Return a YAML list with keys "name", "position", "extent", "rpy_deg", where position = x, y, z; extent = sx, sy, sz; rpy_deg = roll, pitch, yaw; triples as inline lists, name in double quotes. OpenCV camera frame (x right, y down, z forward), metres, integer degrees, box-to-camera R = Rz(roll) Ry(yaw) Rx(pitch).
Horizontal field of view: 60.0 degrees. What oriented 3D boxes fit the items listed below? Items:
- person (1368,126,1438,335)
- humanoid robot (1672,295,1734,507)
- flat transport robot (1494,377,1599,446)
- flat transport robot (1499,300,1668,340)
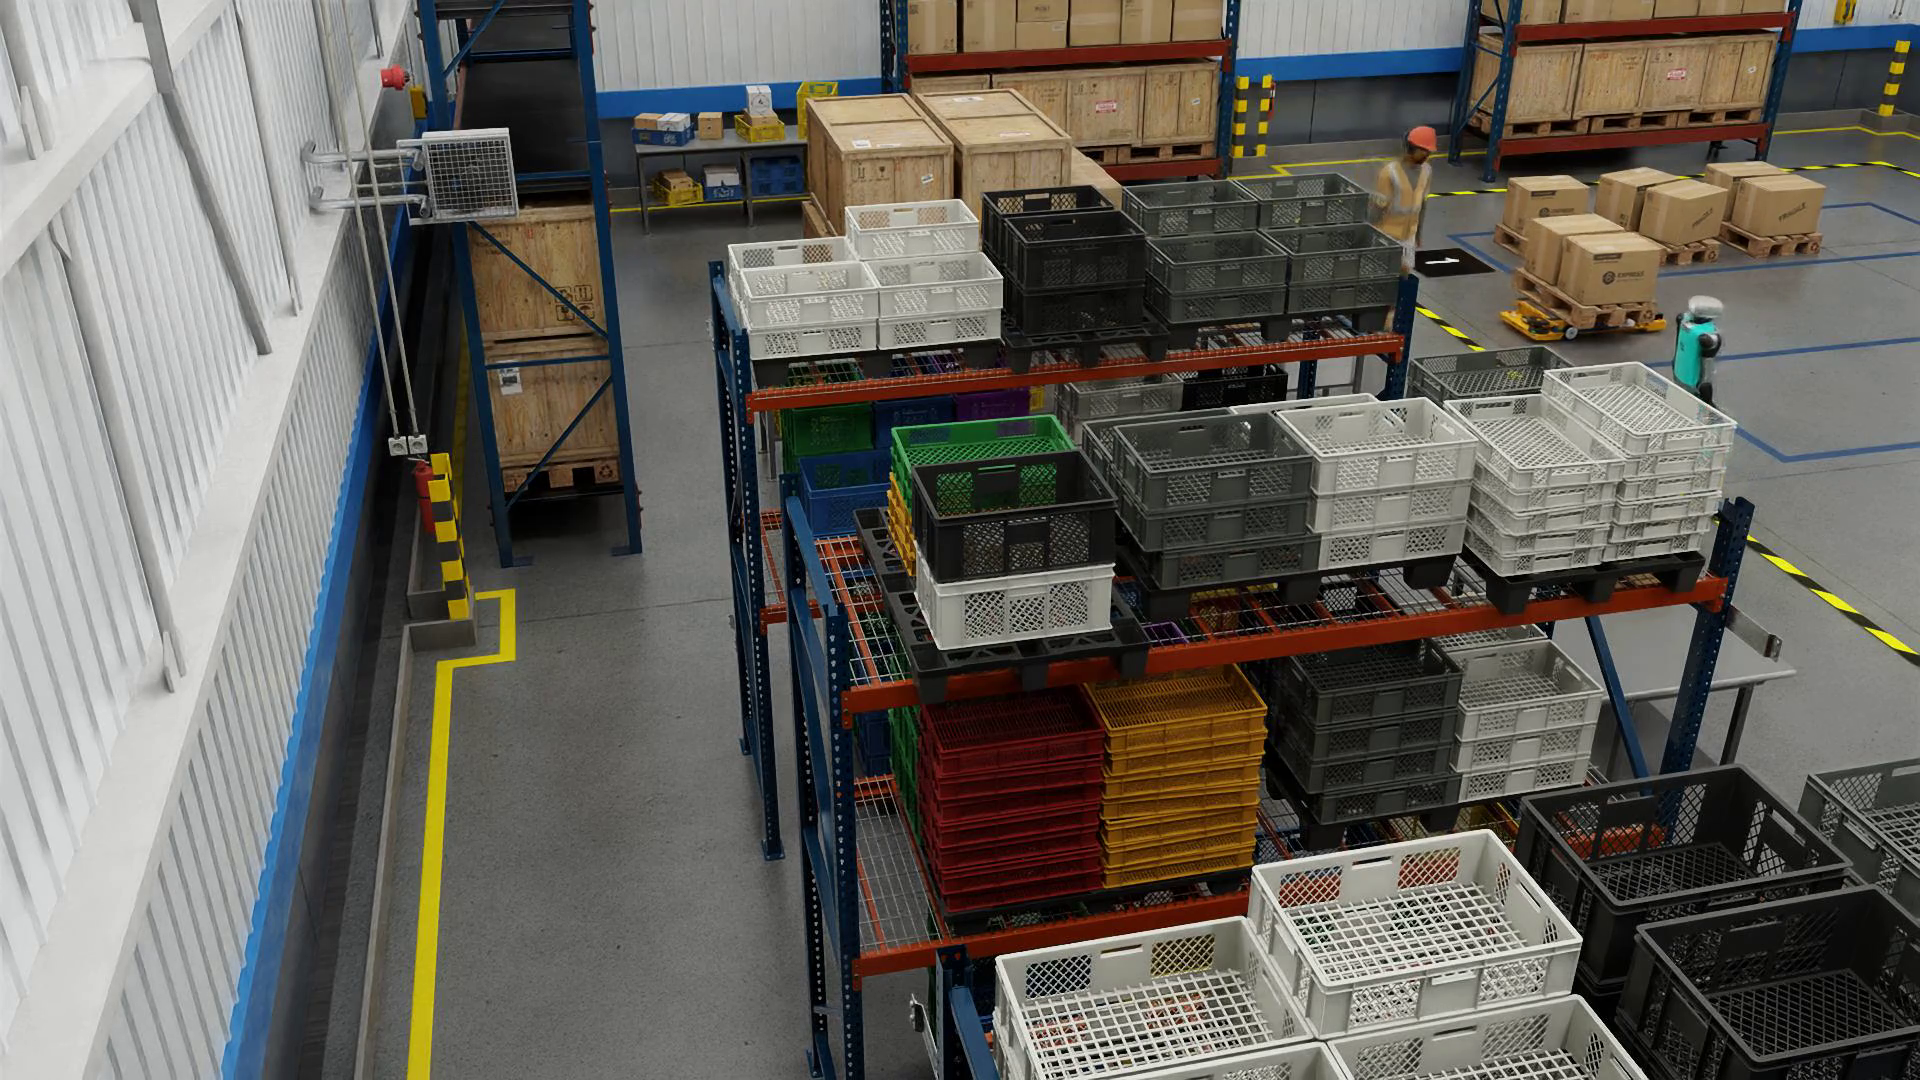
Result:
- name: "person"
  position: [4.116, -2.942, 15.780]
  extent: [0.683, 1.993, 0.743]
  rpy_deg: [-12, 30, -22]
- name: "humanoid robot"
  position: [5.551, -0.927, 12.261]
  extent: [0.755, 1.804, 0.540]
  rpy_deg: [-1, 28, -2]
- name: "flat transport robot"
  position: [4.780, -1.036, 14.013]
  extent: [0.659, 0.231, 1.431]
  rpy_deg: [-6, 28, -12]
- name: "flat transport robot"
  position: [6.071, -2.197, 16.184]
  extent: [1.431, 0.197, 0.652]
  rpy_deg: [-6, 28, -12]
